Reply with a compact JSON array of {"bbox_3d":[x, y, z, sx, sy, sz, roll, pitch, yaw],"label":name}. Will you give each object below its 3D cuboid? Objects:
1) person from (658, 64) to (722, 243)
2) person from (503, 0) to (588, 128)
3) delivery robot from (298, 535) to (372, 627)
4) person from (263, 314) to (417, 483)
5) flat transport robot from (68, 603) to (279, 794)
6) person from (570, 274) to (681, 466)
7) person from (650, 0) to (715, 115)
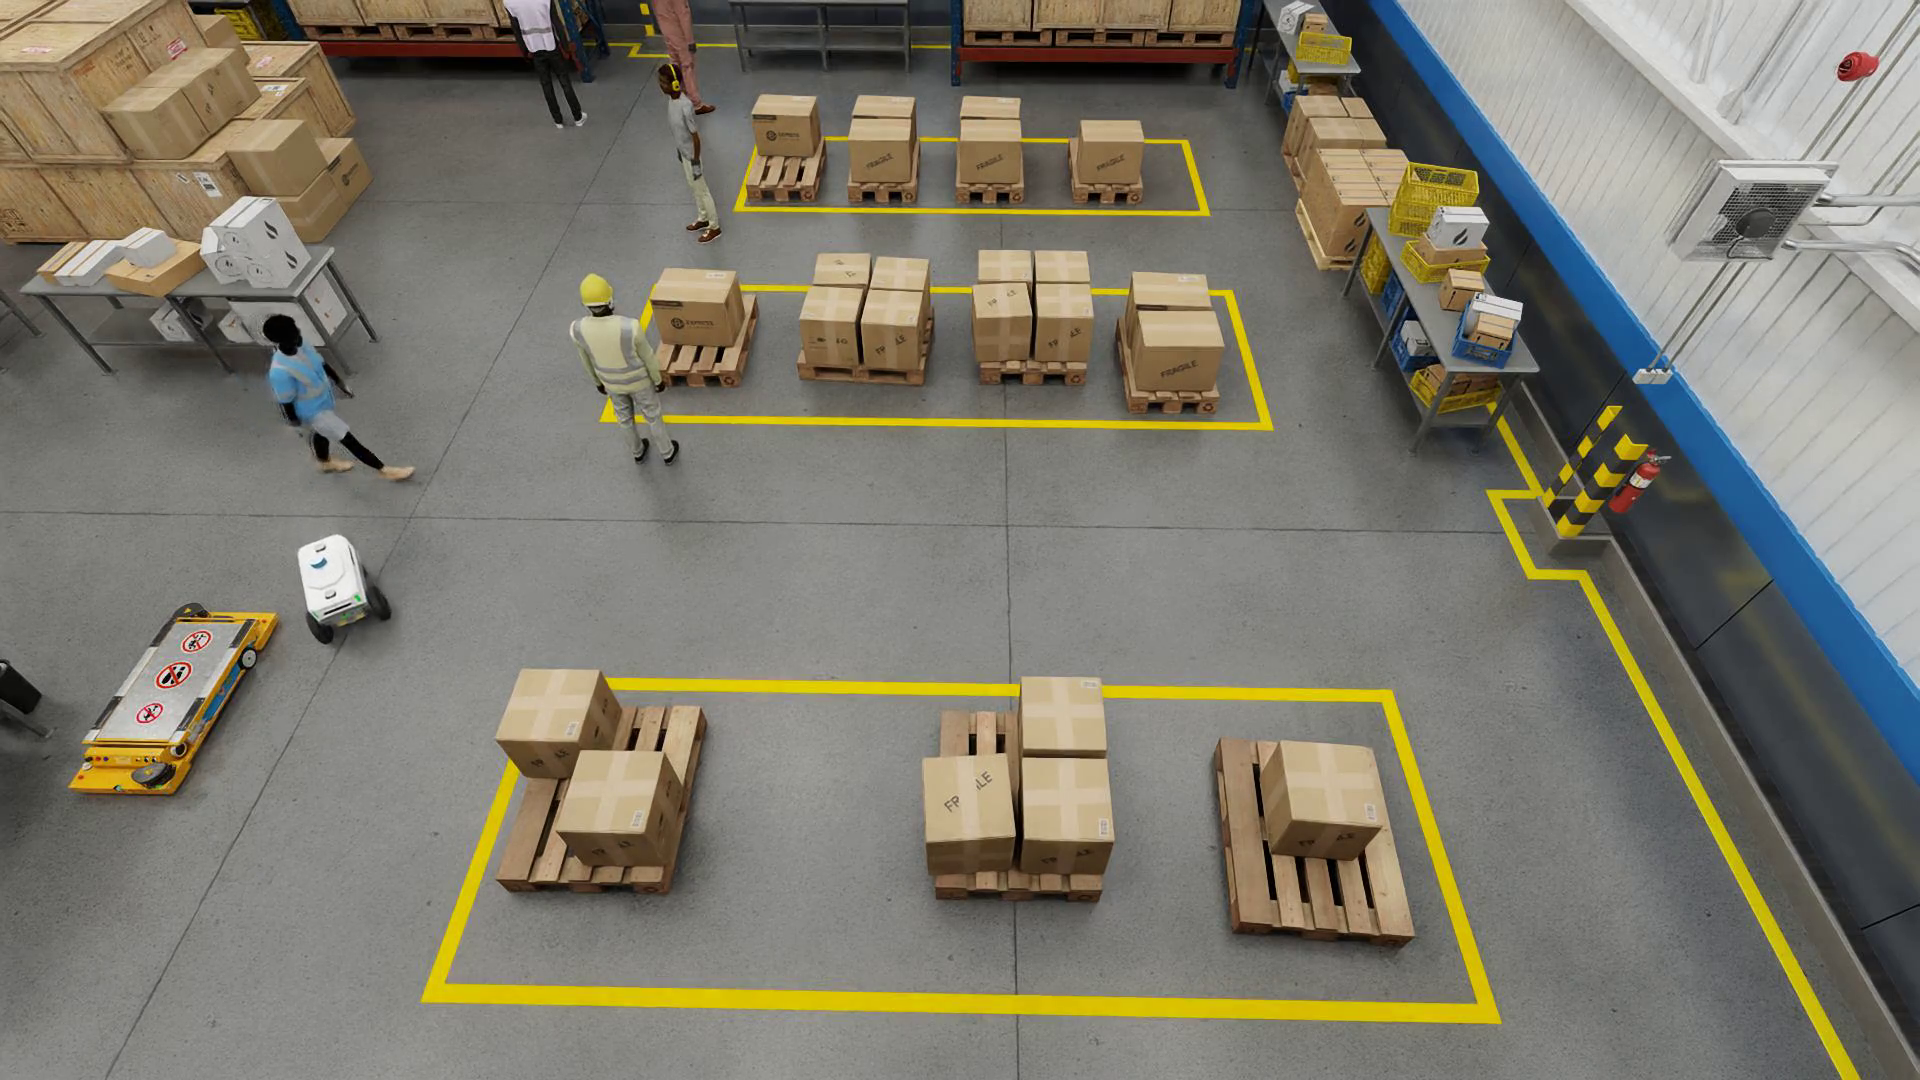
[{"bbox_3d":[-2.905,-4.108,9.782,0.328,1.876,0.513,-28,55,-22],"label":"person"},{"bbox_3d":[-5.213,-6.171,11.499,0.597,1.916,0.371,-9,50,-8],"label":"person"},{"bbox_3d":[-4.696,0.292,6.858,0.477,0.478,0.707,-25,54,-20],"label":"delivery robot"},{"bbox_3d":[-5.154,-1.106,7.391,0.891,1.633,0.563,-6,50,-5],"label":"person"},{"bbox_3d":[-5.504,1.072,6.442,0.652,0.197,1.431,1,50,1],"label":"flat transport robot"},{"bbox_3d":[-2.722,-1.335,7.471,0.592,1.826,0.403,2,50,2],"label":"person"},{"bbox_3d":[-3.612,-6.508,11.797,0.636,1.902,0.404,36,58,26],"label":"person"}]
